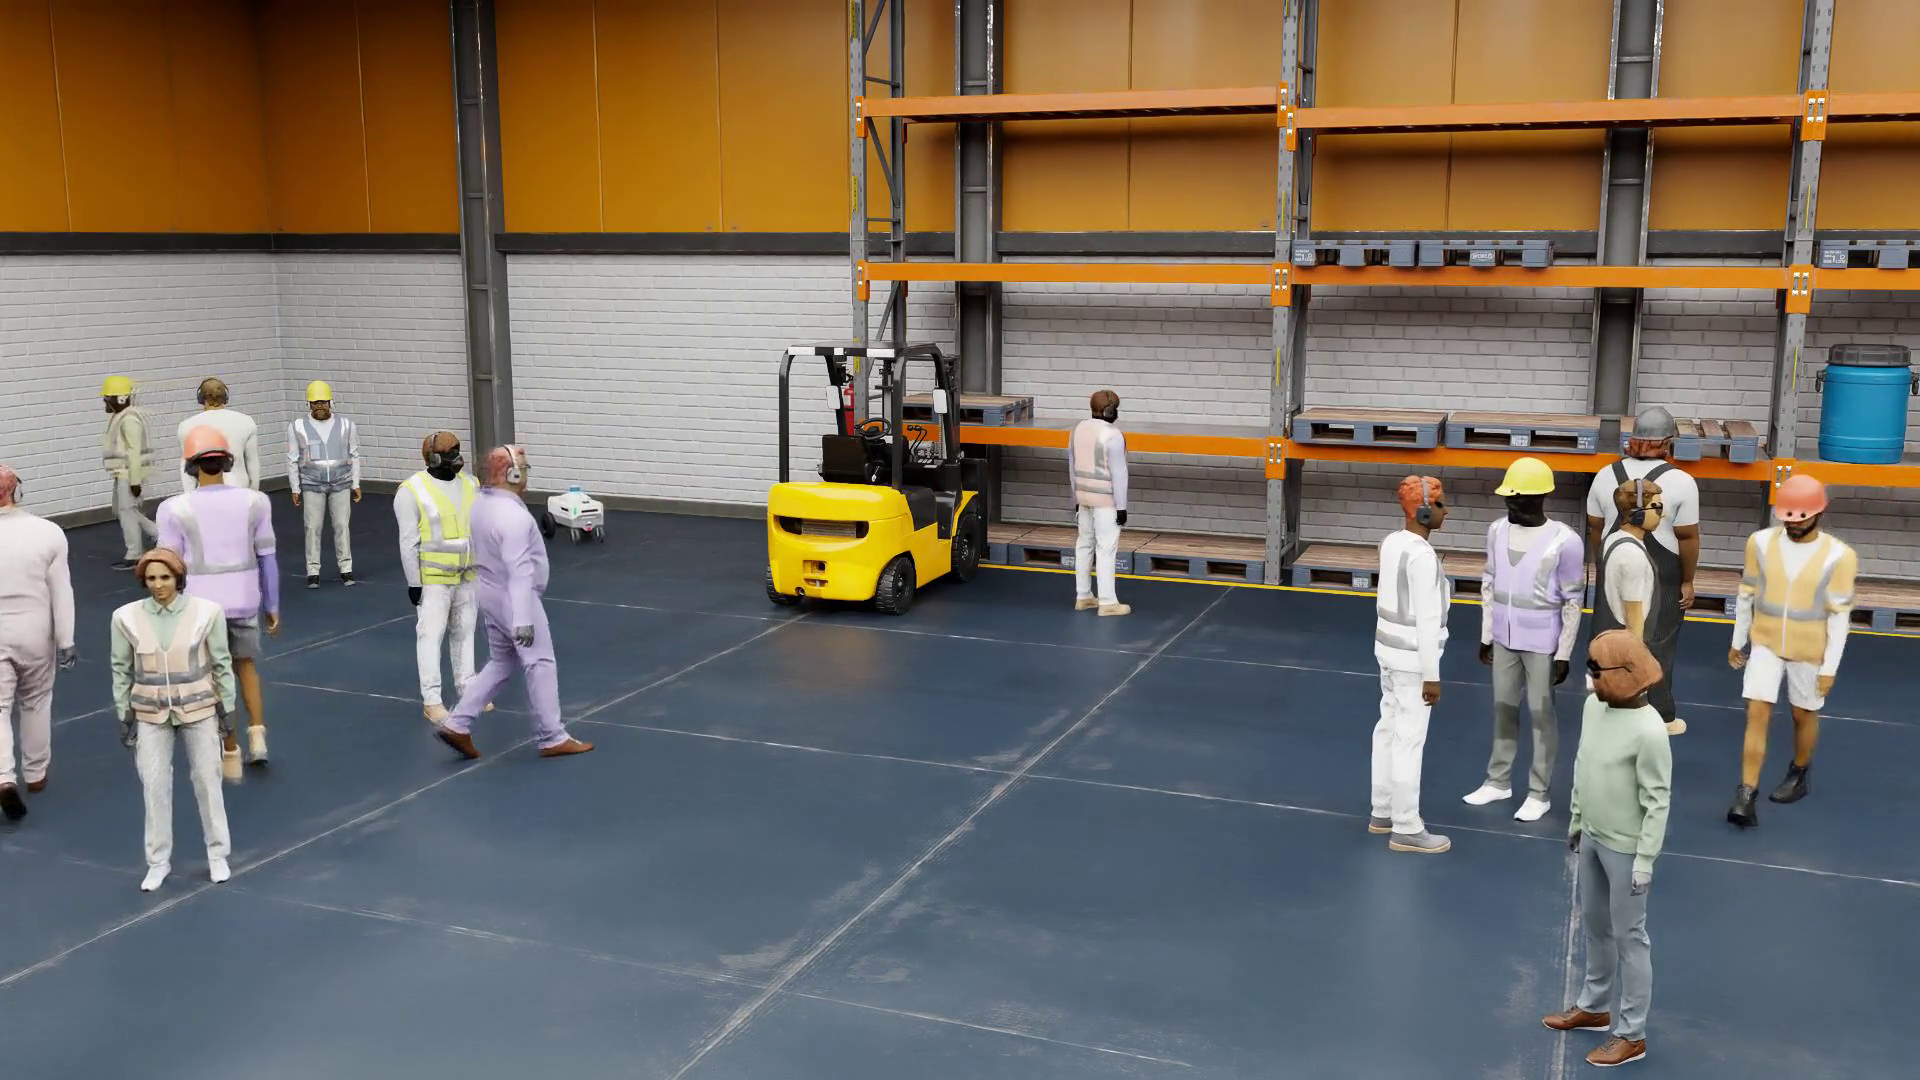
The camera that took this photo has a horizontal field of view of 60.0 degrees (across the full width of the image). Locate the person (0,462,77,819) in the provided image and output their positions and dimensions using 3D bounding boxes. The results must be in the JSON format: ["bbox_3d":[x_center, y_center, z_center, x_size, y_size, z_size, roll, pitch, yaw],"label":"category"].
[{"bbox_3d":[-5.083,0.526,8.880,0.652,1.875,0.898,-6,12,-29],"label":"person"}]

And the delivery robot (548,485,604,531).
[{"bbox_3d":[-3.918,-0.313,16.944,0.477,0.478,0.707,-7,13,-36],"label":"delivery robot"}]

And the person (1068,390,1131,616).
[{"bbox_3d":[1.161,-0.309,13.601,0.429,1.839,0.634,-7,12,-34],"label":"person"}]

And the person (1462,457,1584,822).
[{"bbox_3d":[2.975,0.518,8.759,0.384,1.924,0.589,-7,12,-32],"label":"person"}]

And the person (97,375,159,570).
[{"bbox_3d":[-7.681,-0.628,15.441,0.495,1.816,0.604,-6,12,-31],"label":"person"}]

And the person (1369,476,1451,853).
[{"bbox_3d":[2.265,0.613,8.343,0.353,1.883,0.573,-1,10,-6],"label":"person"}]

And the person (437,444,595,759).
[{"bbox_3d":[-2.618,0.376,9.678,0.828,1.883,0.662,-7,12,-34],"label":"person"}]

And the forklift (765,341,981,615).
[{"bbox_3d":[-0.739,-0.602,14.246,1.214,2.155,2.313,4,11,21],"label":"forklift"}]

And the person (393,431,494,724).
[{"bbox_3d":[-3.261,0.226,10.608,0.429,1.847,0.626,7,12,35],"label":"person"}]

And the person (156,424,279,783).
[{"bbox_3d":[-4.165,0.366,9.347,0.605,2.028,0.448,-9,14,-42],"label":"person"}]

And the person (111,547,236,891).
[{"bbox_3d":[-3.687,0.832,7.830,0.527,1.632,0.317,-3,10,-14],"label":"person"}]

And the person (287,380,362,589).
[{"bbox_3d":[-5.579,-0.490,14.631,0.603,1.830,0.404,-5,11,-28],"label":"person"}]

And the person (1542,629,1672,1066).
[{"bbox_3d":[2.412,1.127,6.170,0.286,1.633,0.504,-2,10,-9],"label":"person"}]

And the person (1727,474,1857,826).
[{"bbox_3d":[4.330,0.561,8.718,0.593,1.858,1.010,8,13,38],"label":"person"}]

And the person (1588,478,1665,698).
[{"bbox_3d":[3.407,0.599,8.524,0.344,1.847,0.505,1,10,5],"label":"person"}]

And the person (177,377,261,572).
[{"bbox_3d":[-6.056,-0.366,13.640,0.627,1.941,0.371,-9,13,-40],"label":"person"}]

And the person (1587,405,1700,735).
[{"bbox_3d":[4.263,0.182,10.307,0.537,2.000,0.683,-9,13,-40],"label":"person"}]
